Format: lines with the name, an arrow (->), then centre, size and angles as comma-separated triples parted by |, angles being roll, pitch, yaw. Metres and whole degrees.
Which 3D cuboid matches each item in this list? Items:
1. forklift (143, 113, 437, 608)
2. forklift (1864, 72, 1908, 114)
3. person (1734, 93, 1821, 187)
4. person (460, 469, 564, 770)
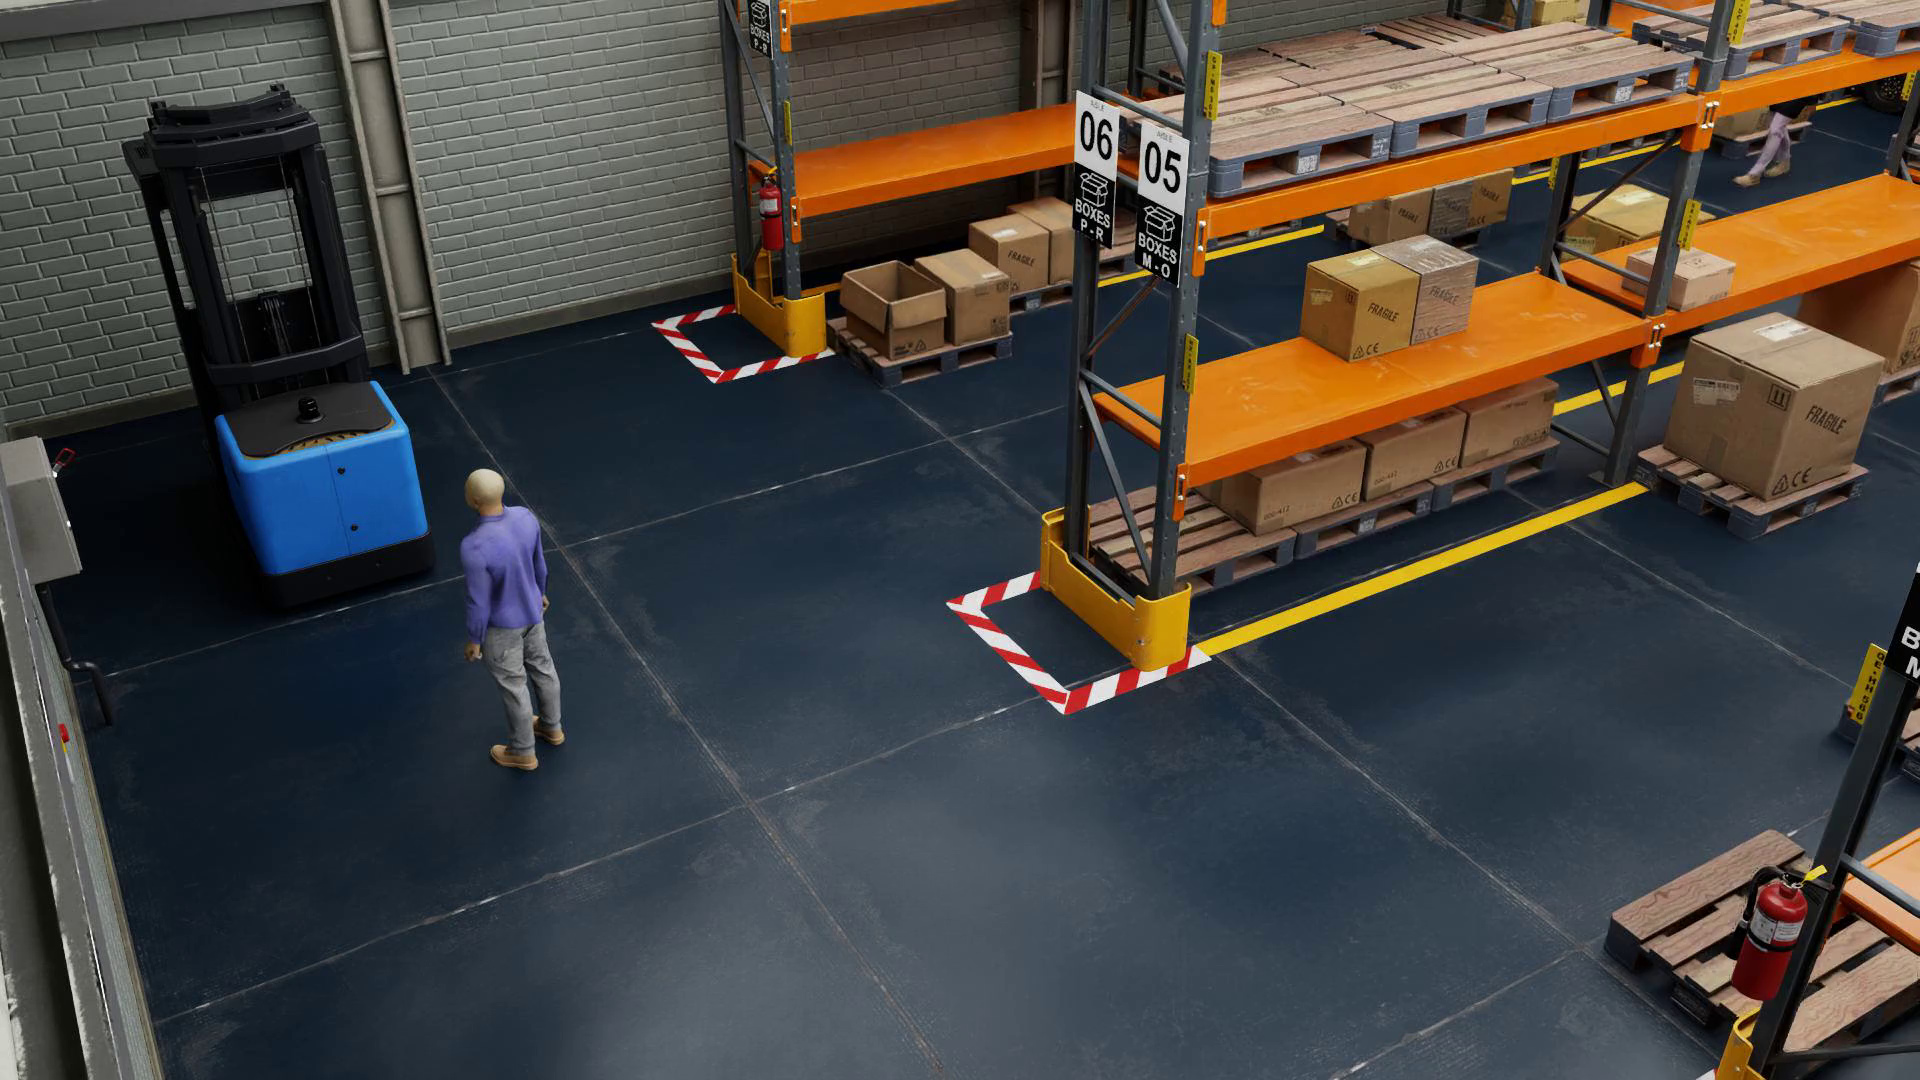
forklift -> -4.289, -1.259, 10.509 | 1.129, 2.768, 1.873 | -17, 36, -26
forklift -> 11.468, -5.645, 18.244 | 1.214, 2.155, 2.313 | -17, 36, -26
person -> 8.258, -4.471, 16.711 | 0.823, 1.810, 0.582 | -10, 33, -15
person -> -2.369, 0.420, 8.808 | 0.392, 1.799, 0.594 | 15, 35, 23
